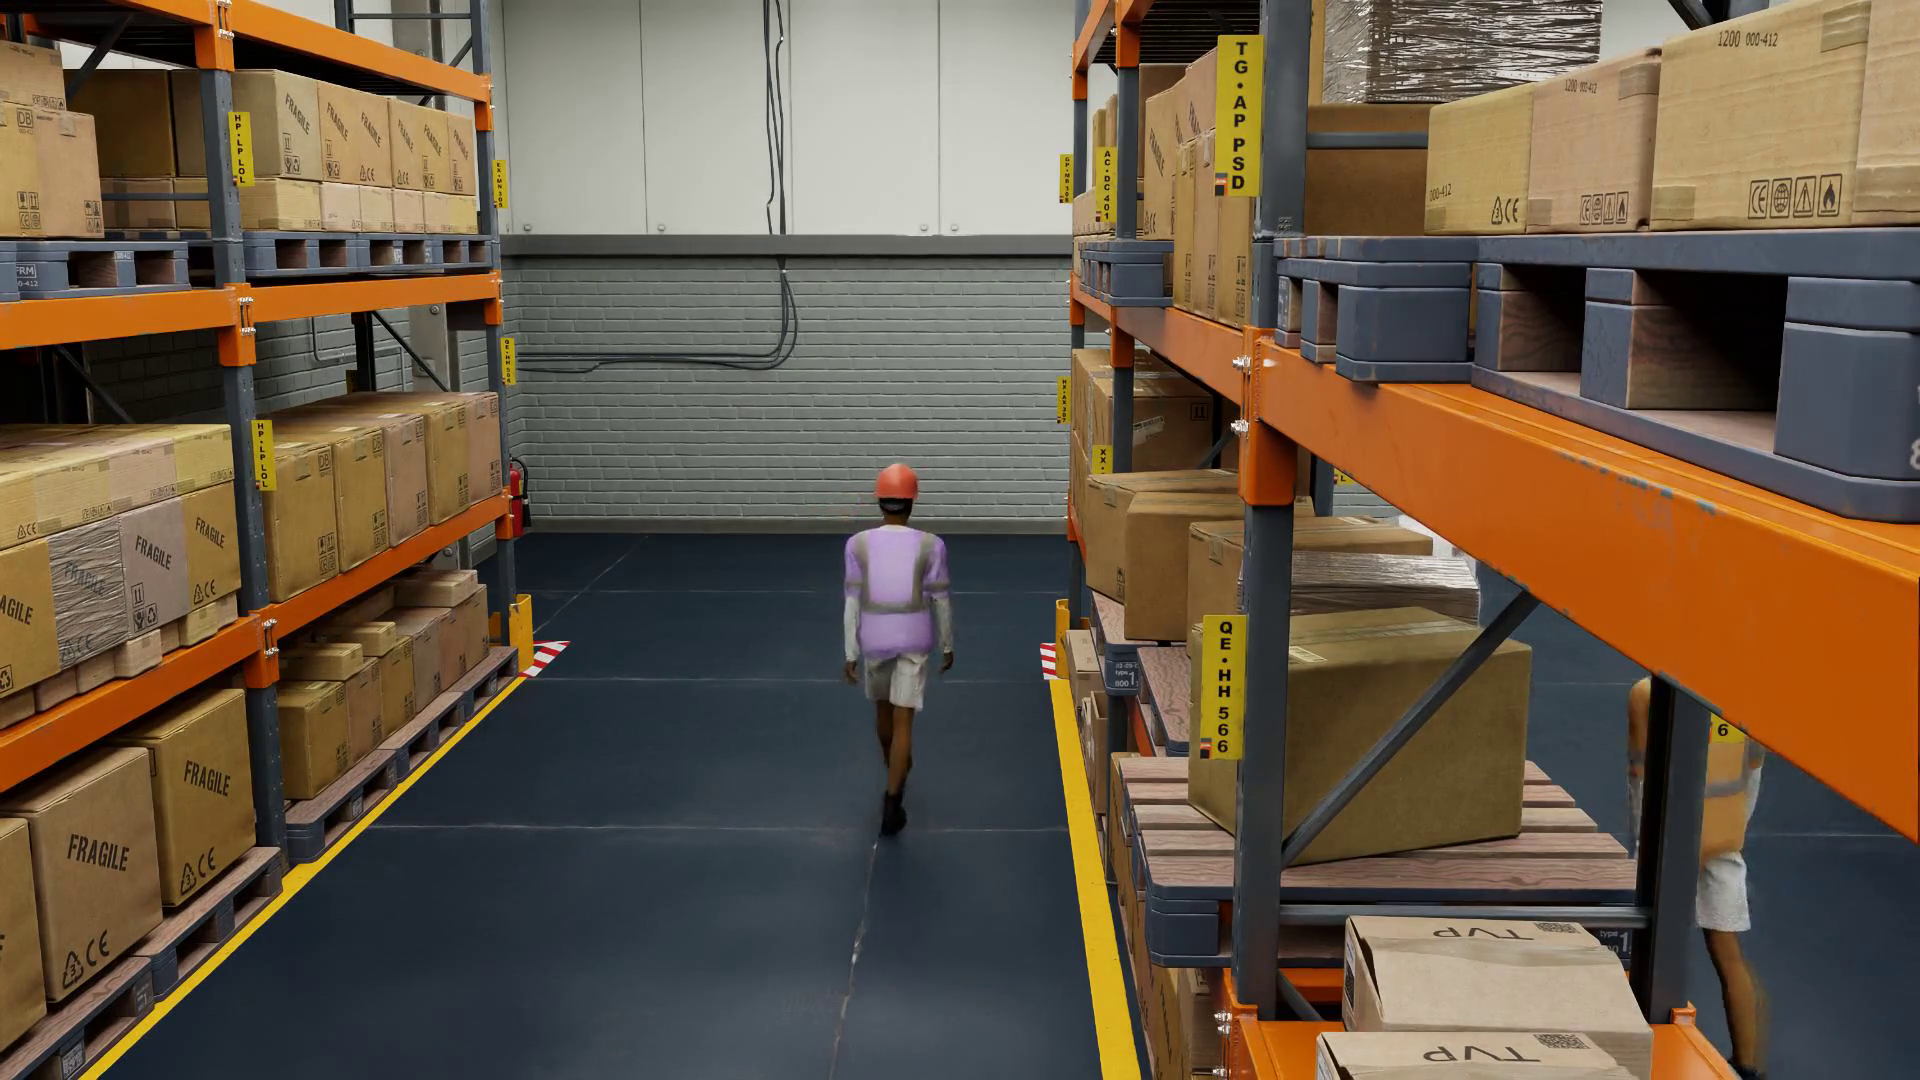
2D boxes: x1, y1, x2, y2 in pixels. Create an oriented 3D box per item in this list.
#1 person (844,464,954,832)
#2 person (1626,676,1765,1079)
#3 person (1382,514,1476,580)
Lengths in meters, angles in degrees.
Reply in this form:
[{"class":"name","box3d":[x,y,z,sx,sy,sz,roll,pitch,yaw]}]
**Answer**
[{"class":"person","box3d":[-0.324,0.533,8.877,0.560,1.880,1.021,2,10,8]},{"class":"person","box3d":[2.619,1.045,5.993,0.572,1.882,1.011,-2,10,-9]},{"class":"person","box3d":[2.498,0.477,9.214,0.605,1.865,0.645,0,10,-2]}]
